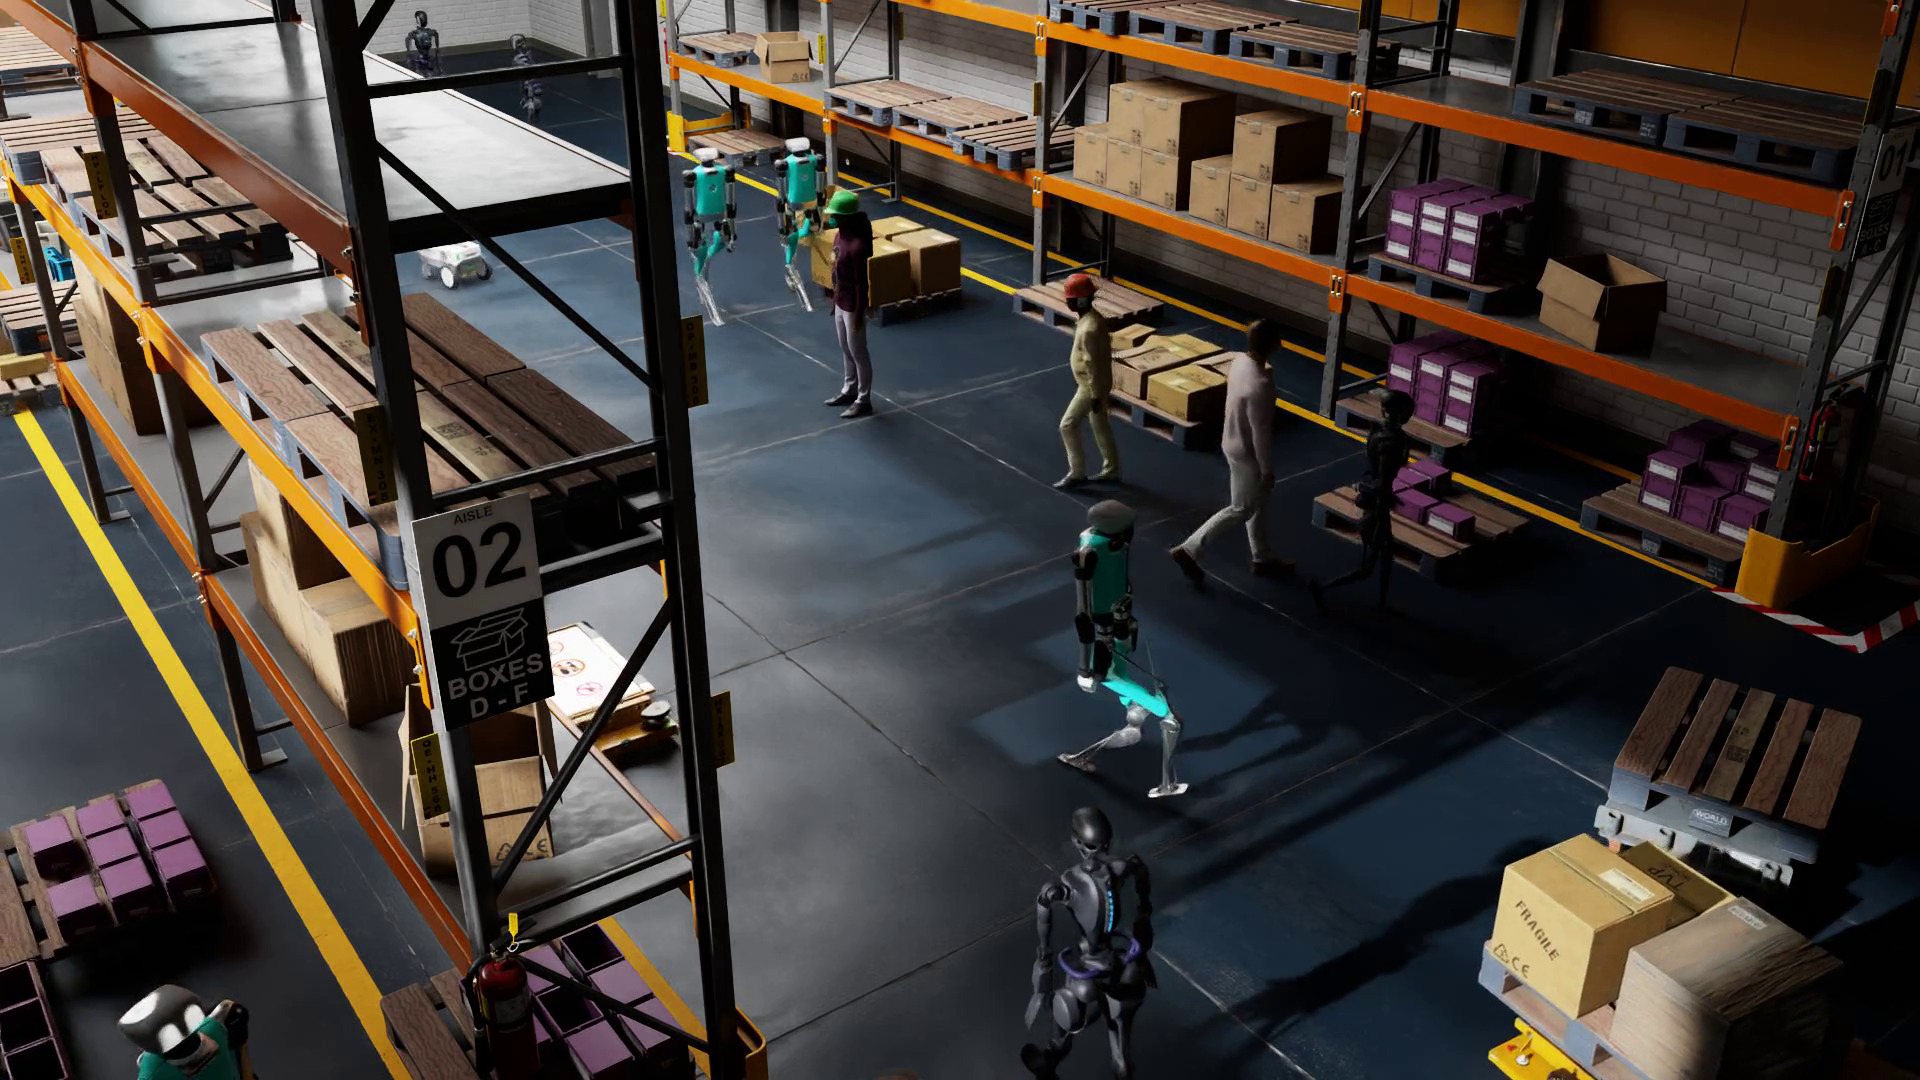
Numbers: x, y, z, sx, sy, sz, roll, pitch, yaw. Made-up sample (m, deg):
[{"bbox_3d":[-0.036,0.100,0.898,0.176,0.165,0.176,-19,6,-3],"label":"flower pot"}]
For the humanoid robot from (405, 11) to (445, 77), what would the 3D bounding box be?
[{"bbox_3d":[-7.714,-6.754,23.864,0.471,1.645,0.611,22,34,37],"label":"humanoid robot"}]

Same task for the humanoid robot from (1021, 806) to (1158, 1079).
[{"bbox_3d":[0.547,1.786,6.912,0.612,1.623,0.766,-13,30,-24],"label":"humanoid robot"}]

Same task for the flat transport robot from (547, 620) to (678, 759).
[{"bbox_3d":[-2.350,0.908,10.181,0.659,0.231,1.431,-18,32,-31],"label":"flat transport robot"}]

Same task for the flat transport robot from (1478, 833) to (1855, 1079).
[{"bbox_3d":[3.160,2.245,7.521,1.431,0.231,0.659,-14,30,-26],"label":"flat transport robot"}]

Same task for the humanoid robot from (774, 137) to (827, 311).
[{"bbox_3d":[-1.705,-3.253,16.889,0.535,1.782,1.024,-13,30,-24],"label":"humanoid robot"}]

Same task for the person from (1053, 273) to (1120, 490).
[{"bbox_3d":[0.976,-1.201,12.771,0.608,1.711,0.581,4,27,8],"label":"person"}]

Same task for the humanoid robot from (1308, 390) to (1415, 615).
[{"bbox_3d":[2.692,-0.250,10.943,0.636,1.635,0.609,8,28,15],"label":"humanoid robot"}]

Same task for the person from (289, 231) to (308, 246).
[{"bbox_3d":[-6.407,-2.713,15.871,0.287,1.629,0.498,14,30,25],"label":"person"}]

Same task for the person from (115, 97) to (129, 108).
[{"bbox_3d":[-10.398,-5.241,20.545,0.652,1.955,0.785,-7,28,-14],"label":"person"}]

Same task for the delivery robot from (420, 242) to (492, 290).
[{"bbox_3d":[-5.401,-3.012,17.651,0.767,0.587,0.499,20,33,34],"label":"delivery robot"}]

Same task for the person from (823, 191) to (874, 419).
[{"bbox_3d":[-0.924,-1.997,14.088,0.419,1.952,0.489,-12,29,-22],"label":"person"}]

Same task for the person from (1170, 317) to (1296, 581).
[{"bbox_3d":[1.914,-0.599,11.364,0.830,1.914,0.630,0,27,0],"label":"person"}]

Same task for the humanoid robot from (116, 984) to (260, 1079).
[{"bbox_3d":[-2.800,2.298,5.893,0.742,1.880,0.545,10,28,18],"label":"humanoid robot"}]

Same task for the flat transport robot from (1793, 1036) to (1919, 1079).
[{"bbox_3d":[3.715,2.390,7.233,1.431,0.231,0.659,23,34,37],"label":"flat transport robot"}]

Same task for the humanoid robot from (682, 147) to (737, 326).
[{"bbox_3d":[-2.564,-3.065,16.479,0.537,1.773,0.976,-14,30,-26],"label":"humanoid robot"}]

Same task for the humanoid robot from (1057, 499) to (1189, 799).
[{"bbox_3d":[1.001,0.672,9.084,1.032,1.783,0.540,16,31,28],"label":"humanoid robot"}]

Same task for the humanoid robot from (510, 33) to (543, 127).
[{"bbox_3d":[-5.717,-5.909,22.188,0.373,1.647,0.593,-13,30,-24],"label":"humanoid robot"}]
